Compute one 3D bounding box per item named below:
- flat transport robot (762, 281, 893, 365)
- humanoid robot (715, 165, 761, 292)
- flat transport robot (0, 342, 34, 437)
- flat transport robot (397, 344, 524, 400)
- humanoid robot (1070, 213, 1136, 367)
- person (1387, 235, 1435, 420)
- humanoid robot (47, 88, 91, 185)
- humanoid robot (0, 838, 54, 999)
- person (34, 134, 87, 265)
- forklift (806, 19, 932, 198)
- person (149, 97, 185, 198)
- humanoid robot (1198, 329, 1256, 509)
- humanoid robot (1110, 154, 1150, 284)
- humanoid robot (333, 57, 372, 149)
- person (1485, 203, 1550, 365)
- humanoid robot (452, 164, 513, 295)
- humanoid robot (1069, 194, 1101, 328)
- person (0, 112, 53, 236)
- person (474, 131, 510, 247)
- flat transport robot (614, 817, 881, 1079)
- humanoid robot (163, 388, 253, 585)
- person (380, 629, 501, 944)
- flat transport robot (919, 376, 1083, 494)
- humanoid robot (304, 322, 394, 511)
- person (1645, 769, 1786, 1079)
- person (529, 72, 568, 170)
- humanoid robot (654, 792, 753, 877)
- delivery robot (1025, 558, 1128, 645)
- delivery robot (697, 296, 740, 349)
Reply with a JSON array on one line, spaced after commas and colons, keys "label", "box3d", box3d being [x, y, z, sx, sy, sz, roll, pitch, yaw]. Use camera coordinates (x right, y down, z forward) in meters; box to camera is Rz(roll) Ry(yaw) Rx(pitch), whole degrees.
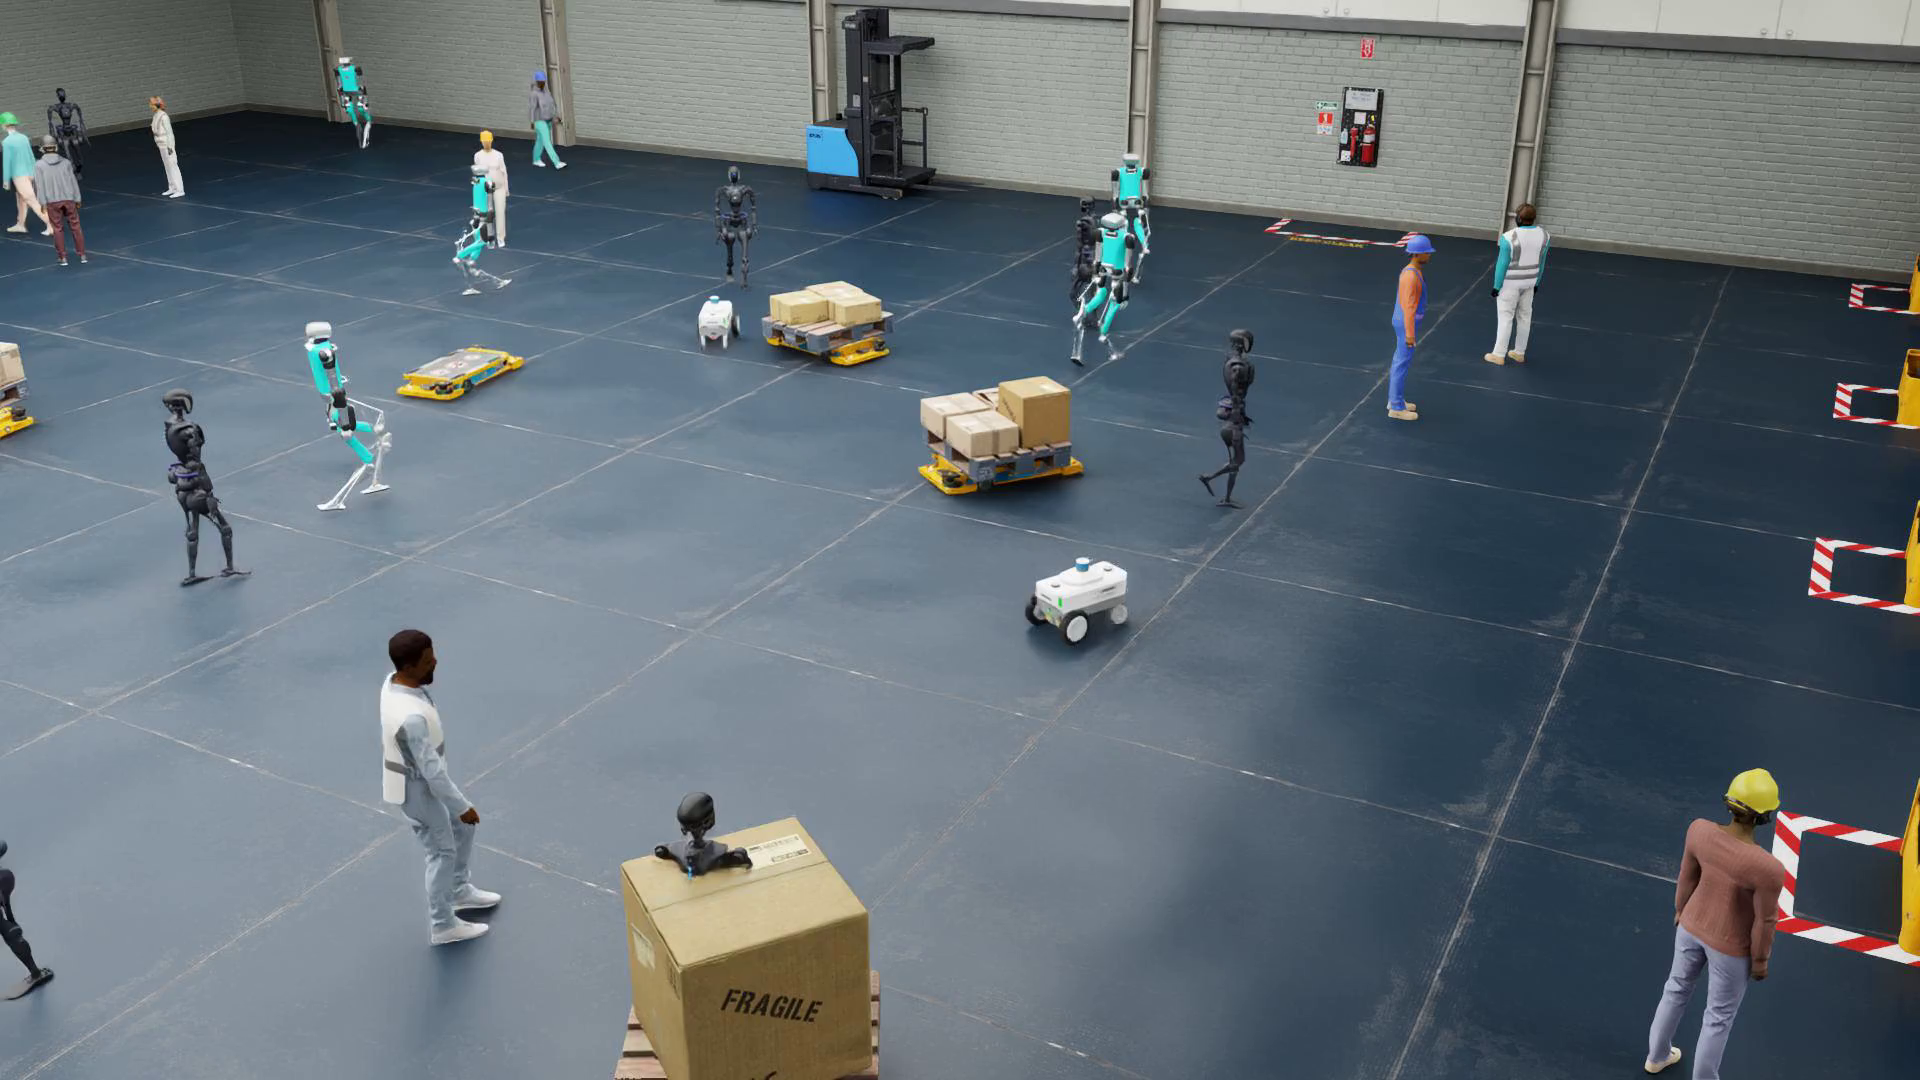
[{"label": "flat transport robot", "box3d": [-1.564, -2.339, 19.608, 1.431, 0.231, 0.659, 20, 30, 39]}, {"label": "humanoid robot", "box3d": [-2.981, -4.182, 22.173, 0.591, 1.638, 0.749, -6, 24, -15]}, {"label": "flat transport robot", "box3d": [-10.332, -1.225, 17.015, 1.431, 0.231, 0.659, 7, 24, 15]}, {"label": "flat transport robot", "box3d": [-5.551, -1.868, 18.511, 0.659, 0.231, 1.431, 8, 25, 19]}, {"label": "humanoid robot", "box3d": [1.552, -2.746, 18.779, 0.532, 1.781, 1.068, 19, 30, 37]}, {"label": "person", "box3d": [4.657, -2.210, 17.231, 0.363, 1.910, 0.515, 5, 24, 12]}, {"label": "humanoid robot", "box3d": [-15.381, -6.968, 28.658, 0.613, 1.638, 0.699, -18, 29, -36]}, {"label": "humanoid robot", "box3d": [-5.078, 1.674, 8.492, 0.584, 1.642, 0.512, 10, 25, 23]}, {"label": "person", "box3d": [-12.640, -4.776, 23.337, 0.552, 1.805, 0.380, -19, 29, -37]}, {"label": "forklift", "box3d": [-1.573, -7.292, 27.850, 1.873, 2.768, 1.129, 12, 26, 25]}, {"label": "person", "box3d": [-13.187, -6.525, 27.613, 0.308, 1.638, 0.521, -20, 30, -39]}, {"label": "humanoid robot", "box3d": [2.414, -1.096, 14.919, 0.453, 1.645, 0.602, 6, 24, 14]}, {"label": "humanoid robot", "box3d": [2.295, -4.189, 22.065, 0.542, 1.769, 0.901, -4, 24, -9]}, {"label": "humanoid robot", "box3d": [-11.460, -8.251, 31.647, 0.541, 1.895, 0.724, 0, 23, 0]}, {"label": "person", "box3d": [6.341, -2.919, 18.967, 0.624, 1.843, 0.429, -8, 24, -17]}, {"label": "humanoid robot", "box3d": [-6.299, -3.953, 21.511, 1.014, 1.731, 0.547, -17, 29, -35]}, {"label": "humanoid robot", "box3d": [1.570, -3.382, 20.252, 0.397, 1.639, 0.611, 15, 27, 31]}, {"label": "person", "box3d": [-14.069, -5.482, 24.947, 0.951, 1.830, 0.531, 4, 24, 9]}, {"label": "person", "box3d": [-6.854, -5.163, 24.389, 0.478, 1.681, 0.477, -6, 24, -13]}, {"label": "flat transport robot", "box3d": [-0.987, 2.640, 8.016, 0.659, 0.231, 1.431, -1, 23, -1]}, {"label": "humanoid robot", "box3d": [-6.140, -0.447, 13.428, 0.560, 1.647, 0.588, -20, 30, -38]}, {"label": "person", "box3d": [-2.813, 1.334, 8.986, 0.579, 1.902, 0.619, -8, 24, -17]}, {"label": "flat transport robot", "box3d": [0.366, -0.735, 15.874, 1.431, 0.231, 0.659, -11, 26, -24]}, {"label": "humanoid robot", "box3d": [-5.438, -1.121, 14.925, 0.922, 1.763, 0.538, -16, 28, -32]}, {"label": "person", "box3d": [3.621, 1.877, 7.912, 0.341, 1.761, 0.521, -11, 26, -25]}, {"label": "person", "box3d": [-7.430, -7.520, 29.836, 0.967, 1.715, 0.512, 11, 26, 24]}, {"label": "humanoid robot", "box3d": [-1.163, 1.909, 7.945, 0.586, 1.640, 0.566, 4, 24, 9]}, {"label": "delivery robot", "box3d": [0.919, 0.439, 12.788, 0.795, 0.602, 0.499, -16, 28, -32]}, {"label": "delivery robot", "box3d": [-2.918, -2.619, 19.896, 0.499, 0.593, 0.789, -1, 23, -1]}]
